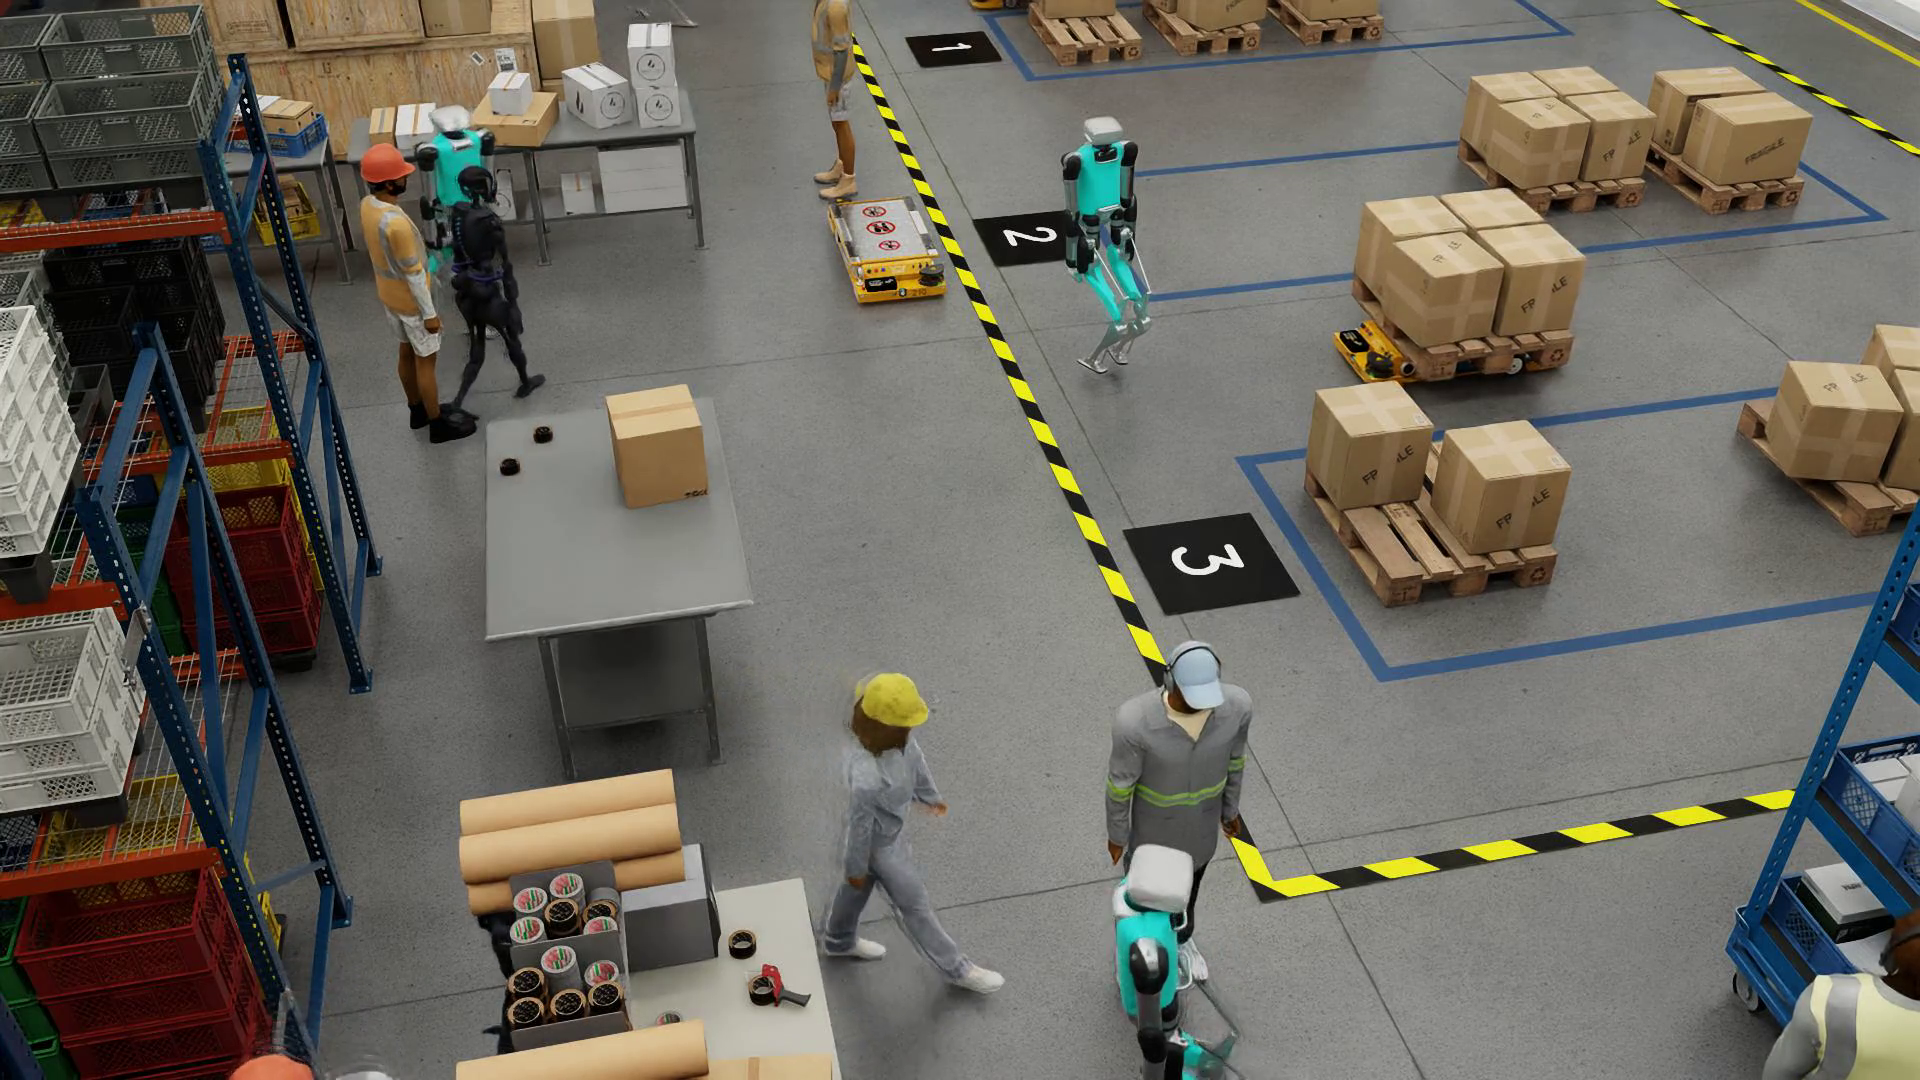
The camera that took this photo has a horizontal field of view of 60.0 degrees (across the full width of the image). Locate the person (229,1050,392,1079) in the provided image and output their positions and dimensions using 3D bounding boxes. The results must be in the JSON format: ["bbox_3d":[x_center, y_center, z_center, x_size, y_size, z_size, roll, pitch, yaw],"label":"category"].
[{"bbox_3d":[-1.934,2.155,5.206,0.640,2.009,0.660,-24,43,-28],"label":"person"}]

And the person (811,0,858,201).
[{"bbox_3d":[-1.011,-3.660,12.996,0.387,2.034,0.605,-5,37,-6],"label":"person"}]

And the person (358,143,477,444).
[{"bbox_3d":[-3.357,-1.498,10.168,0.358,1.939,0.542,-28,45,-32],"label":"person"}]

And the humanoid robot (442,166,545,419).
[{"bbox_3d":[-3.041,-1.540,10.493,0.609,1.637,0.733,25,44,30],"label":"humanoid robot"}]

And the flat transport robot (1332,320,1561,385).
[{"bbox_3d":[3.344,-1.350,11.344,1.431,0.197,0.652,-8,37,-10],"label":"flat transport robot"}]

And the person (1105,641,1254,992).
[{"bbox_3d":[0.875,1.132,6.706,0.598,1.850,0.387,-10,38,-13],"label":"person"}]

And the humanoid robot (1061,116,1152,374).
[{"bbox_3d":[1.000,-1.815,10.650,0.533,1.677,0.735,-18,40,-22],"label":"humanoid robot"}]

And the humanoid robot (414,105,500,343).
[{"bbox_3d":[-3.444,-2.122,11.195,0.555,1.792,0.827,-28,45,-33],"label":"humanoid robot"}]

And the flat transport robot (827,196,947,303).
[{"bbox_3d":[-0.570,-2.220,12.538,0.659,0.231,1.431,-8,37,-10],"label":"flat transport robot"}]

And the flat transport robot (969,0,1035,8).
[{"bbox_3d":[0.764,-5.775,17.291,1.431,0.197,0.652,-8,37,-10],"label":"flat transport robot"}]

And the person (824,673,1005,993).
[{"bbox_3d":[-0.210,1.190,6.747,0.856,1.700,0.497,5,37,7],"label":"person"}]

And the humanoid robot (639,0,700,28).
[{"bbox_3d":[-2.981,-5.867,16.270,0.823,1.845,0.549,10,38,13],"label":"humanoid robot"}]

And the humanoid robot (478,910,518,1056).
[{"bbox_3d":[-1.569,1.612,6.235,0.621,1.634,0.585,-2,37,-3],"label":"humanoid robot"}]

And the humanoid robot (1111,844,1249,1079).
[{"bbox_3d":[0.952,1.783,5.965,0.891,1.818,0.543,1,37,2],"label":"humanoid robot"}]

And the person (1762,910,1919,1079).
[{"bbox_3d":[3.019,1.919,5.656,0.624,1.845,0.429,9,38,12],"label":"person"}]
